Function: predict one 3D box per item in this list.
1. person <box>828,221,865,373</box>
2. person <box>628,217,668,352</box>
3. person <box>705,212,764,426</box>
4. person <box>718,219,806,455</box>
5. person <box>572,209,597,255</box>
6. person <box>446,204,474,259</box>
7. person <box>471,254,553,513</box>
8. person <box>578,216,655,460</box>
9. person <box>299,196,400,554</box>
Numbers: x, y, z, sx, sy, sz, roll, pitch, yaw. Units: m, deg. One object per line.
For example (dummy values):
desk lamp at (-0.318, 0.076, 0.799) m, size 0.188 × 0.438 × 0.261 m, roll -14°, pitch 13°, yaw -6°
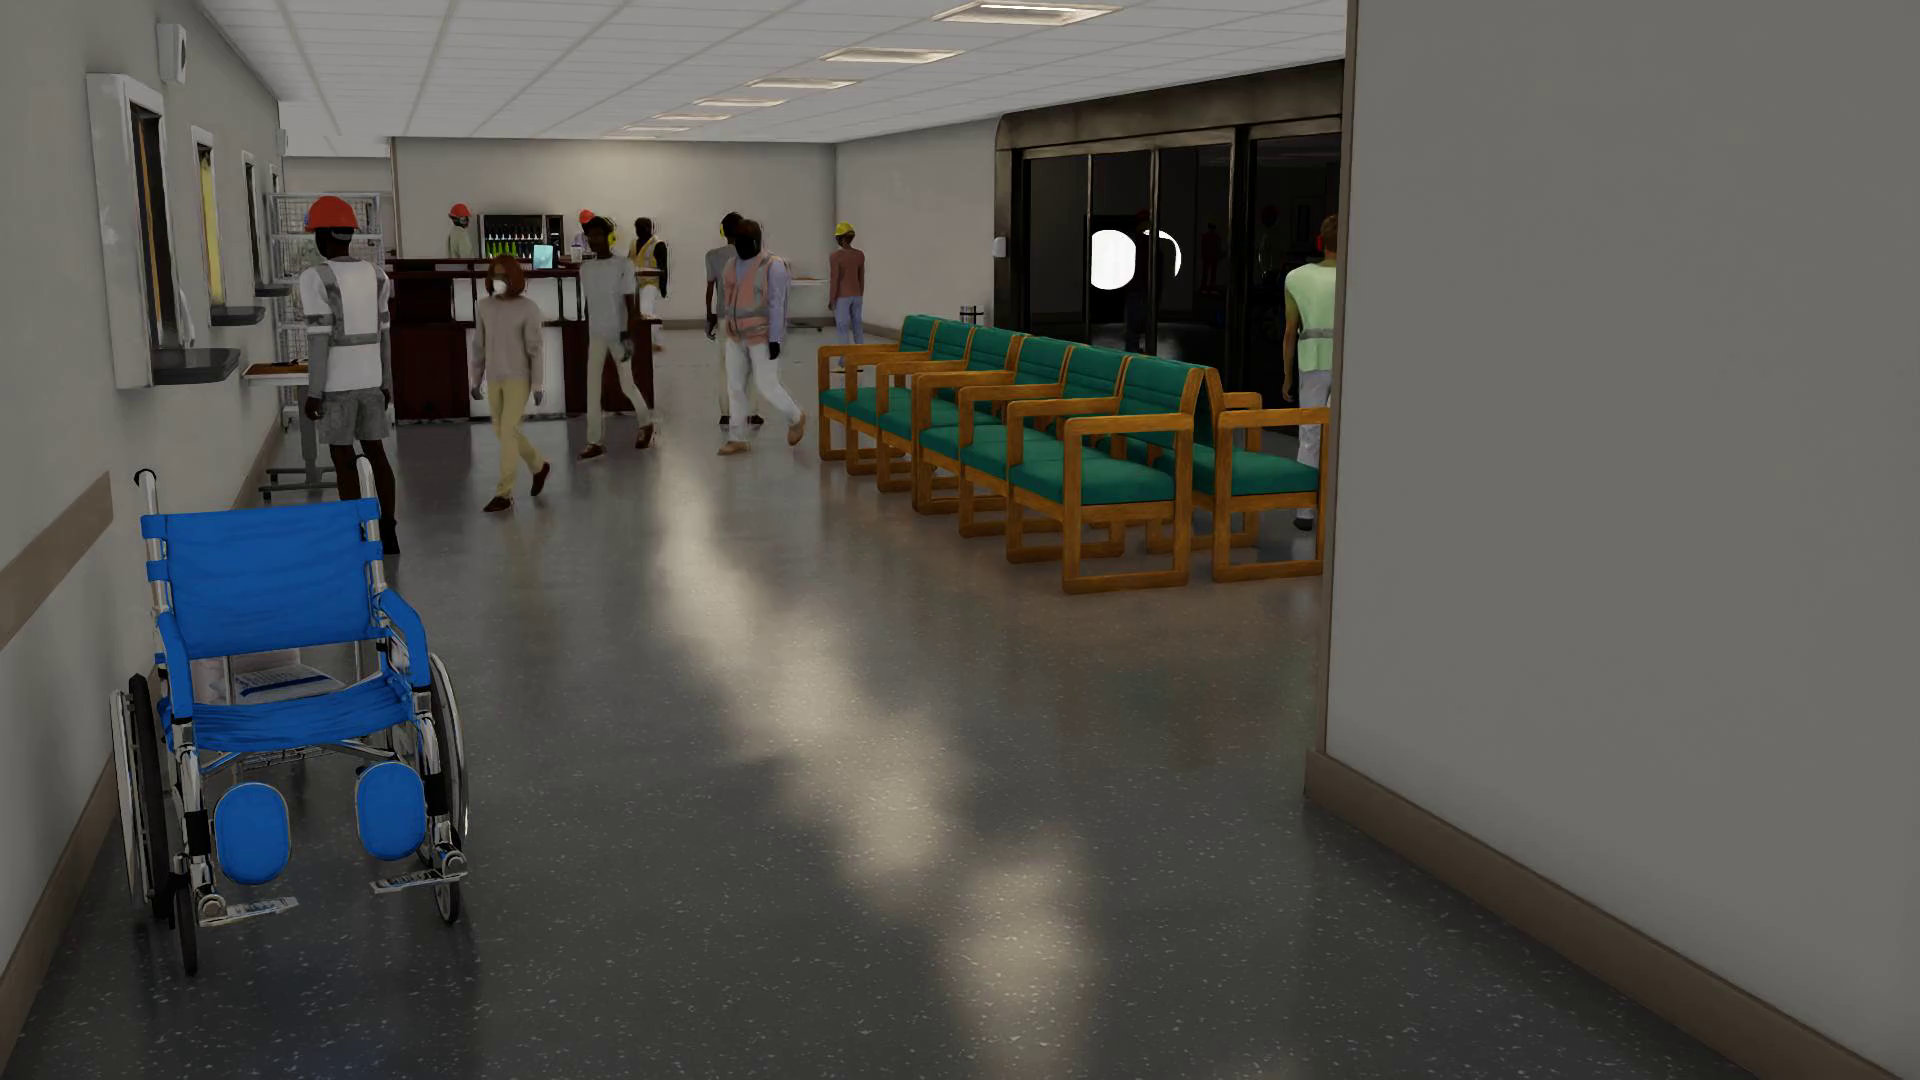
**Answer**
person at (-1.342, -2.842, 19.549) m, size 0.321 × 1.768 × 0.530 m, roll 10°, pitch 15°, yaw 43°
person at (-4.297, -3.412, 22.363) m, size 0.640 × 1.811 × 0.823 m, roll 9°, pitch 14°, yaw 39°
person at (-1.968, -1.926, 14.584) m, size 0.535 × 1.864 × 0.312 m, roll 0°, pitch 11°, yaw -1°
person at (-1.560, -1.577, 12.929) m, size 0.627 × 1.820 × 0.690 m, roll 7°, pitch 13°, yaw 33°
person at (-5.222, -3.690, 23.471) m, size 0.545 × 1.929 × 0.390 m, roll 2°, pitch 11°, yaw 11°
person at (-6.681, -3.508, 22.362) m, size 0.387 × 1.993 × 0.622 m, roll -8°, pitch 14°, yaw -36°
person at (-2.839, -1.012, 10.566) m, size 0.510 × 1.606 × 0.740 m, roll 6°, pitch 12°, yaw 27°
person at (-2.671, -1.572, 12.826) m, size 0.511 × 1.842 × 0.898 m, roll 3°, pitch 11°, yaw 16°
person at (-3.280, -0.848, 8.865) m, size 0.373 × 1.934 × 0.551 m, roll 6°, pitch 12°, yaw 27°
